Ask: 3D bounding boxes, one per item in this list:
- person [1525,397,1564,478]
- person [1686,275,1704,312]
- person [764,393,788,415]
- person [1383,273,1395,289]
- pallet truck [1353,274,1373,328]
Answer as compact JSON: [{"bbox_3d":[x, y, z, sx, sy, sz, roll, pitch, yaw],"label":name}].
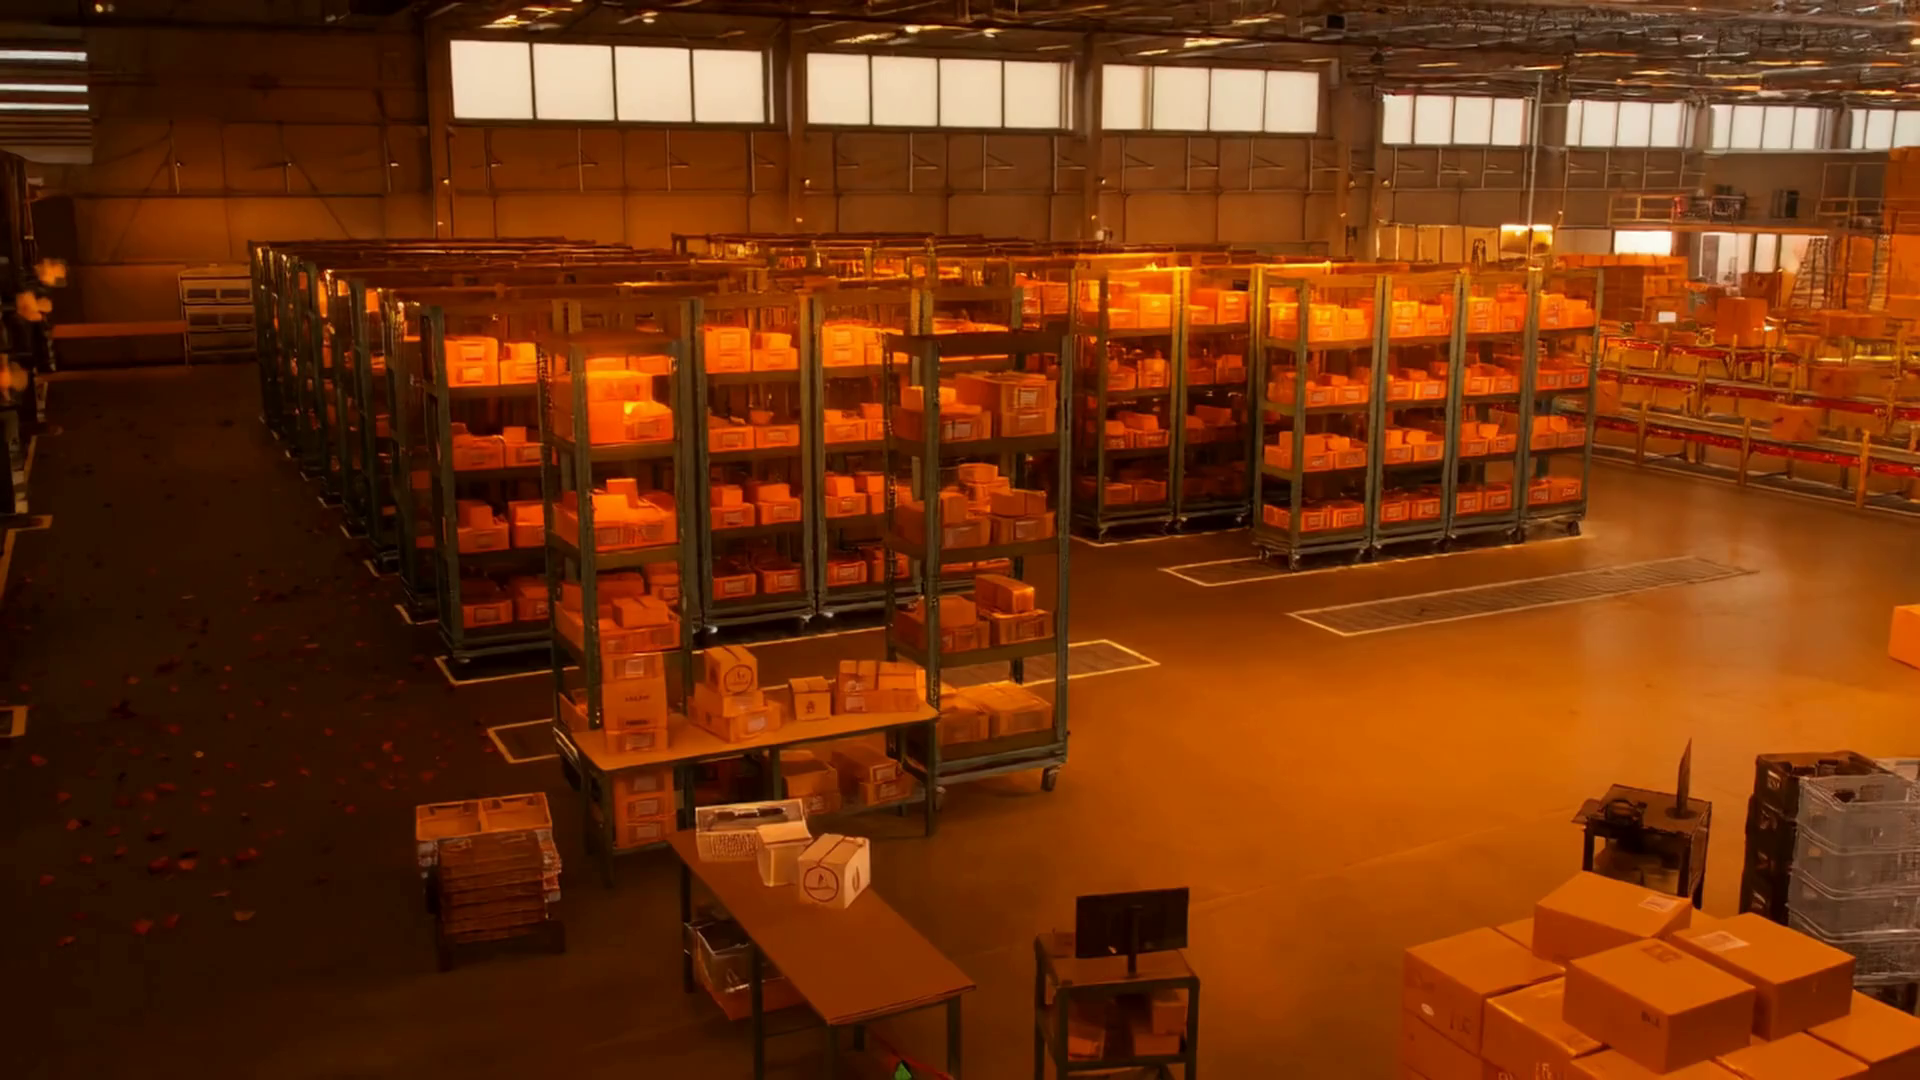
[{"bbox_3d":[8.709,-1.534,24.953,0.619,1.928,0.724,-1,12,-7],"label":"person"},{"bbox_3d":[22.466,-7.060,50.611,1.000,1.994,0.633,1,12,4],"label":"person"},{"bbox_3d":[-3.011,-1.916,26.993,0.599,1.812,0.710,-7,14,-31],"label":"person"},{"bbox_3d":[13.672,-7.652,53.598,0.403,1.906,0.651,-9,15,-35],"label":"person"},{"bbox_3d":[13.011,-8.050,55.243,0.823,1.965,1.885,-7,14,-28],"label":"pallet truck"}]
